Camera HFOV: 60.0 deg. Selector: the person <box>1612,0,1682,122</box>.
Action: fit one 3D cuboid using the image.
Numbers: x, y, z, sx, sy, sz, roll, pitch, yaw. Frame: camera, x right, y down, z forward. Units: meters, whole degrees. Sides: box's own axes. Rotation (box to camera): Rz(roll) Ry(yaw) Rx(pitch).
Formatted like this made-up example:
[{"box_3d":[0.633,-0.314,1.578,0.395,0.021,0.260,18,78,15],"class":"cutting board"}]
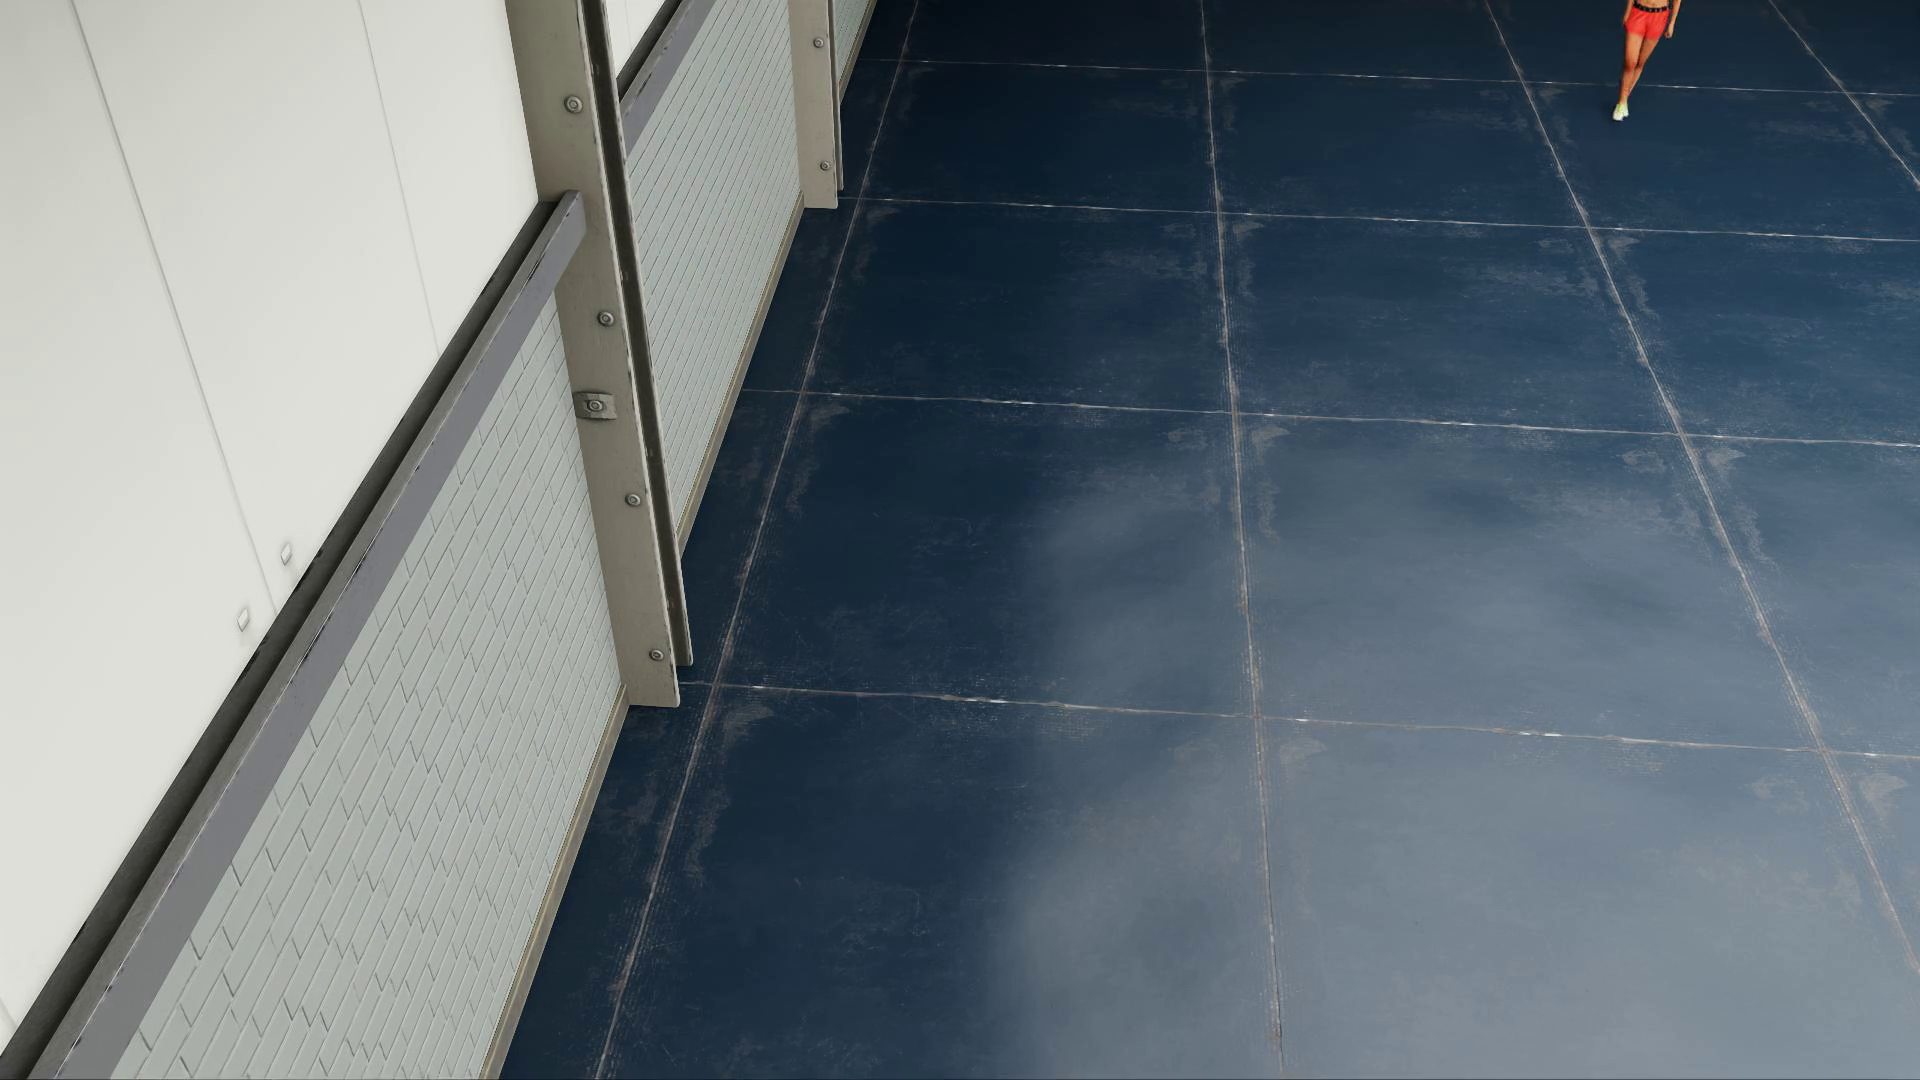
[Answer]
[{"box_3d":[6.123,-4.666,14.834,0.615,1.780,0.683,7,39,9],"class":"person"}]
